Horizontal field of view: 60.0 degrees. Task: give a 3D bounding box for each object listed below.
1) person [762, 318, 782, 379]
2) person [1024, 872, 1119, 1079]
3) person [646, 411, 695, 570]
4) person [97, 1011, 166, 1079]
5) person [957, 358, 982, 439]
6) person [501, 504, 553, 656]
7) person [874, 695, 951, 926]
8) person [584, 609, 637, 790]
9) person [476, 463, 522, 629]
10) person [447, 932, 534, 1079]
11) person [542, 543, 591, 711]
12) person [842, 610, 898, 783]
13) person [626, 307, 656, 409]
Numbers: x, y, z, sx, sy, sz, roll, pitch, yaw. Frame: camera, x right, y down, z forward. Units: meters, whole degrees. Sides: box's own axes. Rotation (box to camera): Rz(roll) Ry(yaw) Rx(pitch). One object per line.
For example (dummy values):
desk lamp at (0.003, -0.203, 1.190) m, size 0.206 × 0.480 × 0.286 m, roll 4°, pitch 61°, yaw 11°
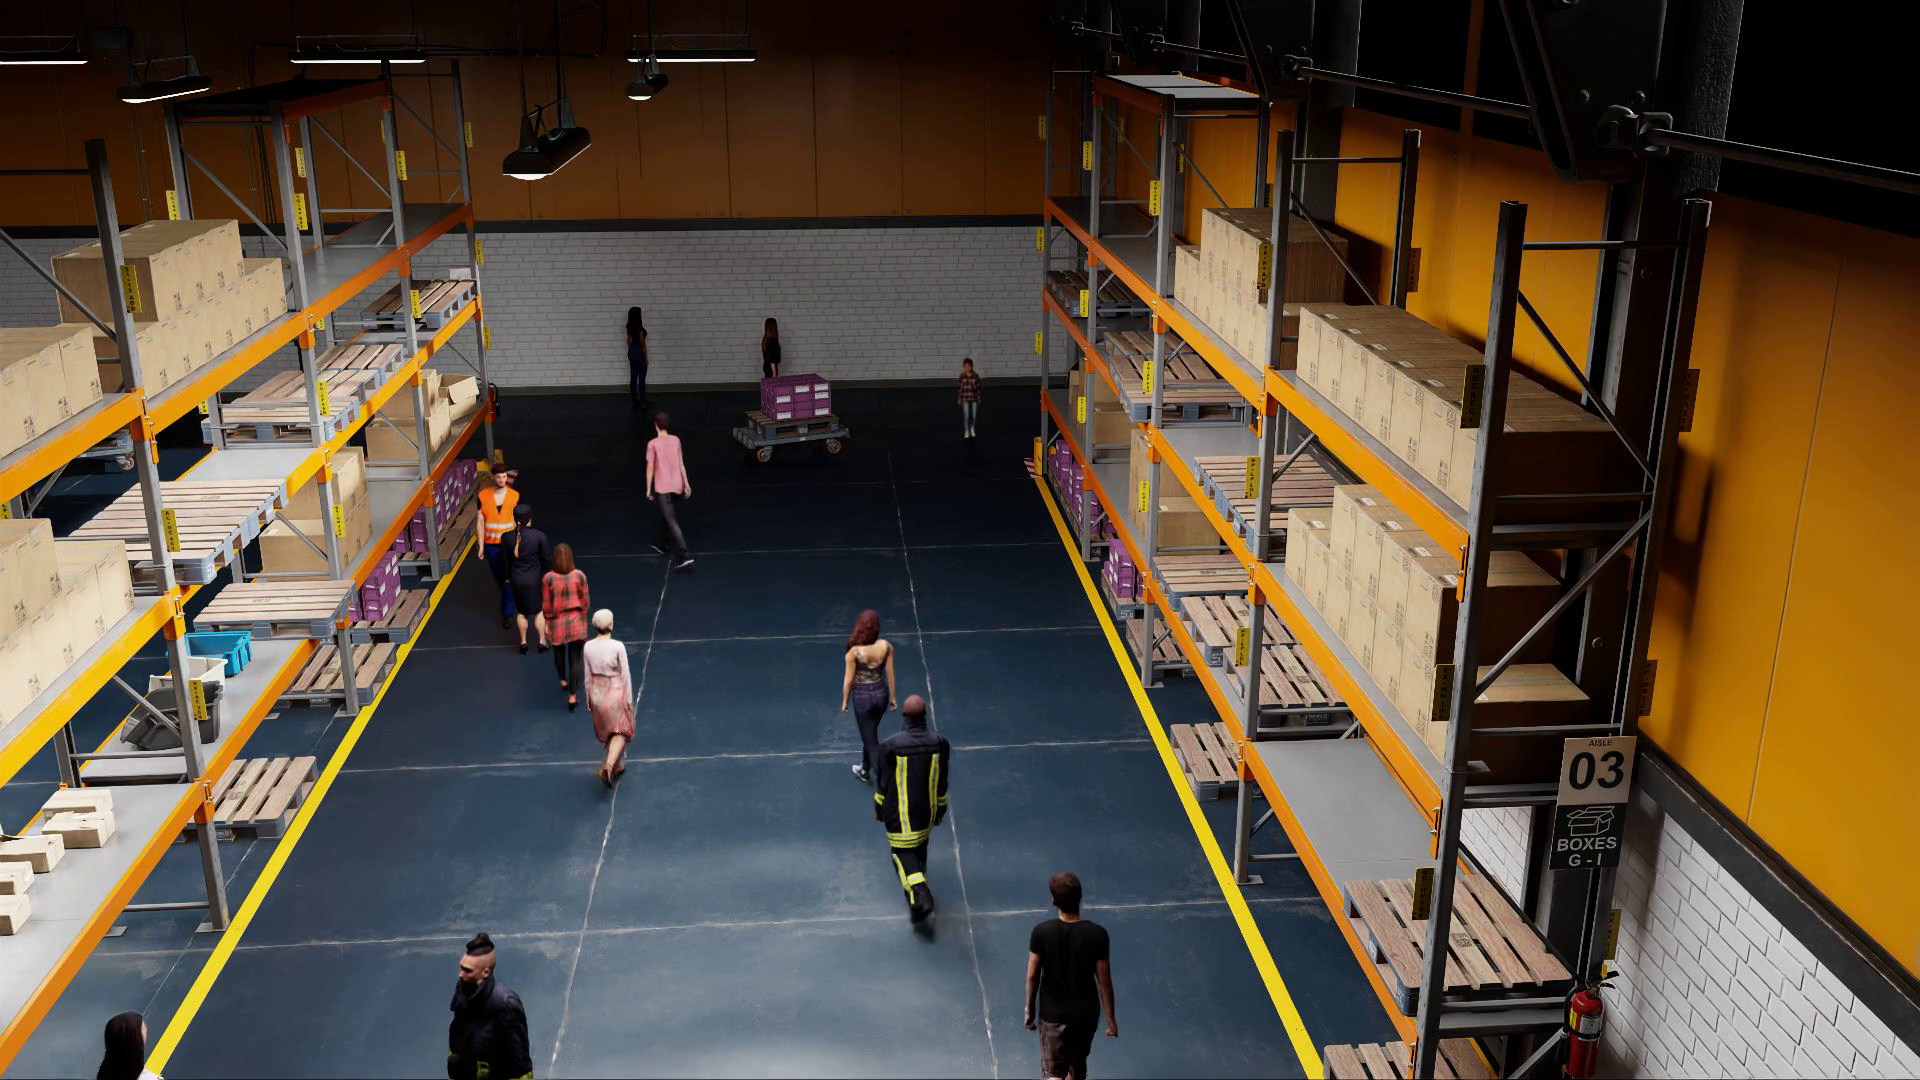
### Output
person at (-3.172, -2.854, 27.737) m, size 0.699 × 1.707 × 0.548 m, roll -5°, pitch 19°, yaw -15°
person at (0.673, 2.980, 10.229) m, size 0.773 × 1.824 × 1.165 m, roll 0°, pitch 19°, yaw 1°
person at (-3.580, -0.583, 20.696) m, size 1.375 × 1.896 × 1.236 m, roll 17°, pitch 25°, yaw 41°
person at (-4.531, 3.434, 9.036) m, size 1.004 × 1.725 × 1.206 m, roll 10°, pitch 21°, yaw 27°
person at (0.148, -2.284, 26.688) m, size 0.552 × 1.296 × 0.536 m, roll 0°, pitch 19°, yaw 0°
person at (-4.694, 0.436, 18.025) m, size 0.704 × 1.671 × 0.624 m, roll -1°, pitch 19°, yaw -2°
person at (-0.357, 2.090, 12.916) m, size 0.978 × 1.797 × 1.260 m, roll -8°, pitch 20°, yaw -22°
person at (-3.175, 1.466, 14.960) m, size 0.726 × 1.674 × 0.923 m, roll 3°, pitch 19°, yaw 9°
person at (-5.260, 0.009, 19.032) m, size 0.691 × 1.837 × 1.223 m, roll -2°, pitch 19°, yaw -7°
person at (-2.679, 3.120, 9.768) m, size 0.908 × 1.853 × 0.962 m, roll 14°, pitch 23°, yaw 36°
person at (-3.938, 0.892, 16.667) m, size 0.656 × 1.673 × 0.929 m, roll -4°, pitch 19°, yaw -11°
person at (-0.753, 1.511, 14.740) m, size 0.953 × 1.729 × 1.264 m, roll -10°, pitch 21°, yaw -27°
person at (-5.539, -3.147, 28.556) m, size 0.642 × 1.740 × 0.697 m, roll 14°, pitch 23°, yaw 35°
